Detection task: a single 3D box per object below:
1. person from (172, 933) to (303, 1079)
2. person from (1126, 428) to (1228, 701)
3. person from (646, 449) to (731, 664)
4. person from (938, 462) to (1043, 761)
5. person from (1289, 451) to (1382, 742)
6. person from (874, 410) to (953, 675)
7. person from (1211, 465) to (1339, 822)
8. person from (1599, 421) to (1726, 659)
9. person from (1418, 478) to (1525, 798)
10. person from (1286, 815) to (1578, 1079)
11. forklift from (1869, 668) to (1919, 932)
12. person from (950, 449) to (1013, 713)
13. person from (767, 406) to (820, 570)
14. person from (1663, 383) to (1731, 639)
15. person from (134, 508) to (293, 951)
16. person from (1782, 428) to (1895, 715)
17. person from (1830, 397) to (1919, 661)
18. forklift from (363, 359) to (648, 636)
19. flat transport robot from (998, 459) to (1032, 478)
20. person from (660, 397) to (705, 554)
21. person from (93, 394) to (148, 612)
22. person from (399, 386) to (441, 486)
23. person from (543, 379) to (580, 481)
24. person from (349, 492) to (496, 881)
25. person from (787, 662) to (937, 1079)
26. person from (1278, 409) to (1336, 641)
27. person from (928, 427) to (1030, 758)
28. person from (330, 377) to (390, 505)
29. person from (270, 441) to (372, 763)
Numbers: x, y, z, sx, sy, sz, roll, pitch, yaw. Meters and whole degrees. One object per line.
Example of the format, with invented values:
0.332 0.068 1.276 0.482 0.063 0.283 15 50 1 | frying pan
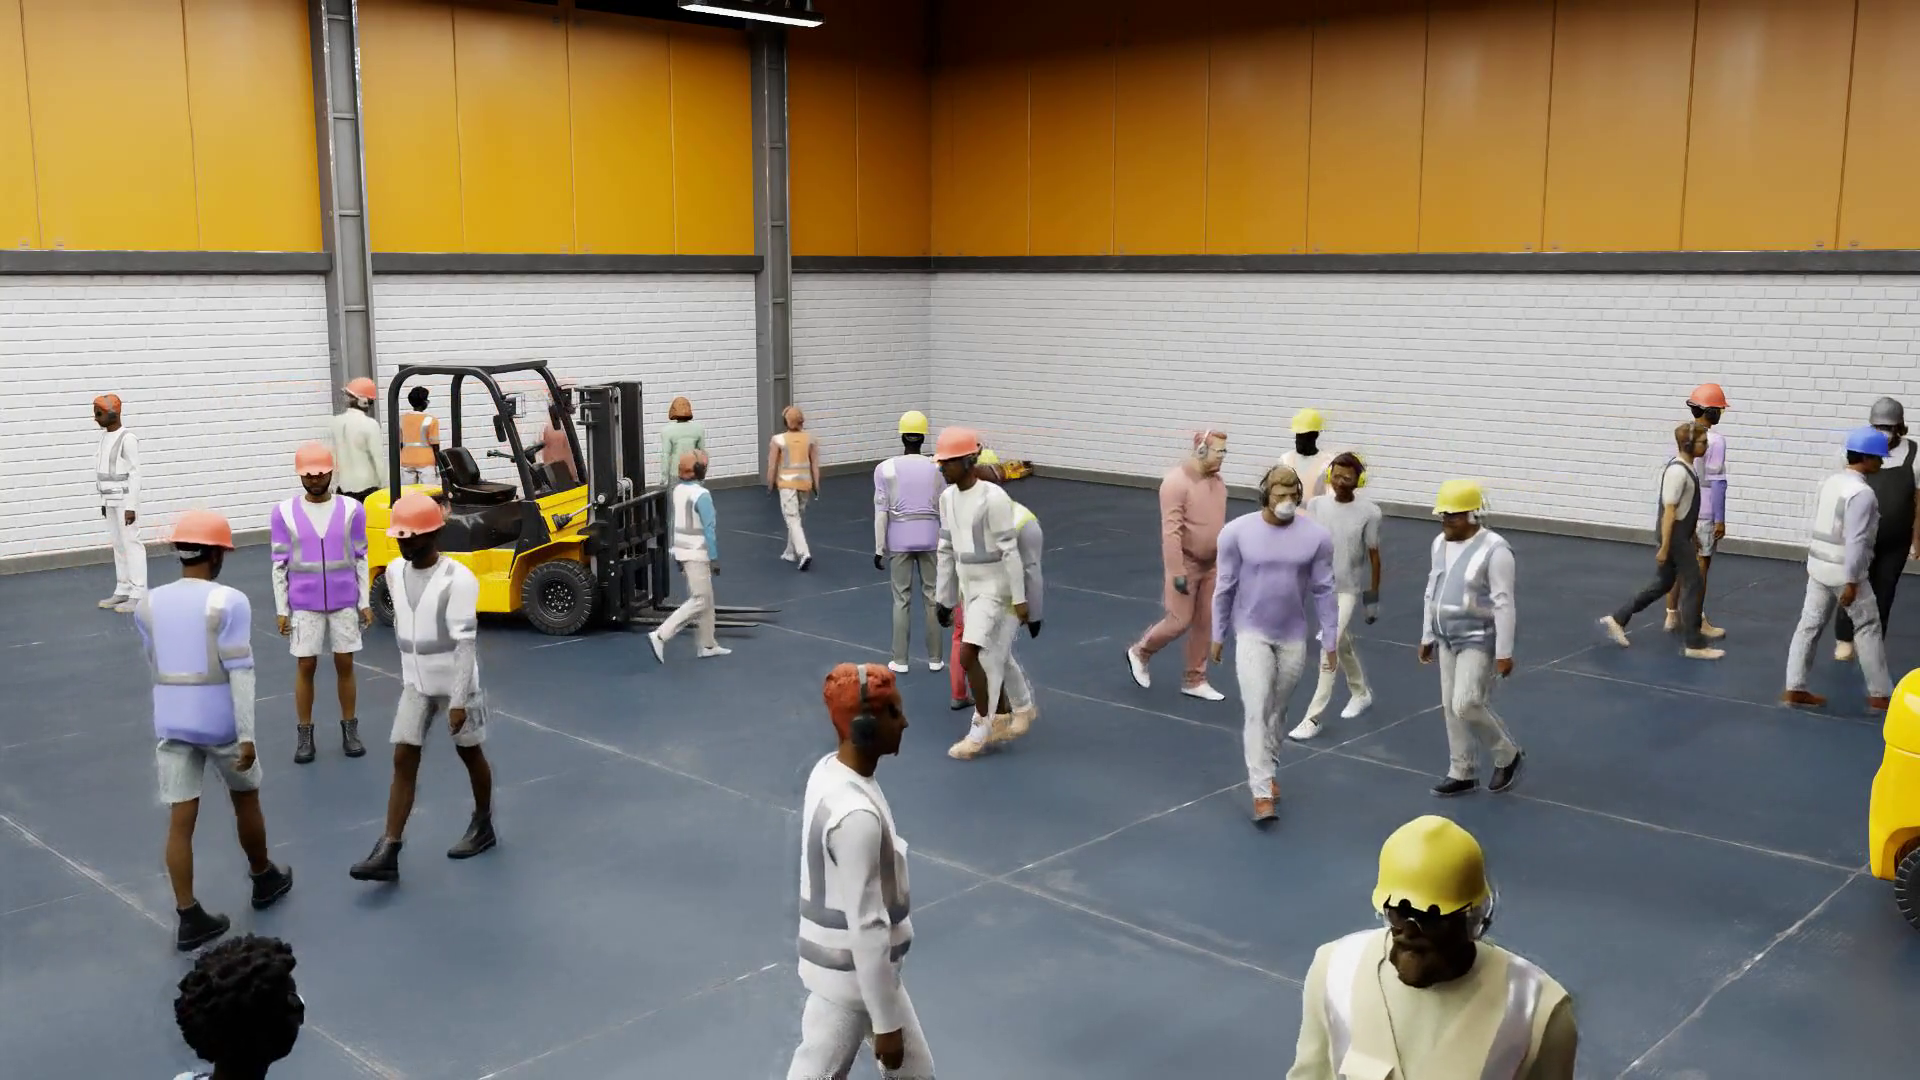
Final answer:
-1.437 1.601 3.259 0.536 1.660 0.839 9 13 43 | person
1.532 0.162 11.406 0.661 1.883 0.620 -9 13 -42 | person
-2.031 0.129 12.418 0.671 1.612 0.519 -5 11 -30 | person
0.229 0.399 10.288 0.621 1.793 0.967 8 12 42 | person
2.426 0.323 10.646 1.019 1.819 0.528 -9 13 -44 | person
-0.341 0.019 12.145 0.594 1.924 0.383 -2 9 -12 | person
1.718 0.555 8.928 0.664 1.896 0.932 -1 9 -4 | person
5.399 -0.010 12.698 0.856 1.818 0.512 4 10 21 | person
2.810 0.554 9.237 0.478 1.808 0.613 -3 10 -19 | person
0.946 1.478 3.549 0.611 1.806 0.684 6 11 34 | person
5.205 0.723 7.013 2.313 2.155 1.214 9 13 43 | forklift
0.137 0.279 11.042 0.533 1.767 0.327 9 13 43 | person
-1.621 -0.523 16.448 0.516 1.601 0.845 -6 11 -31 | person
5.928 -0.234 13.341 0.375 2.044 0.604 -3 10 -16 | person
-3.337 0.801 7.463 0.545 1.884 0.902 1 9 4 | person
5.958 0.211 11.023 0.910 1.901 0.633 1 9 3 | person
6.860 -0.082 12.413 0.695 2.000 0.561 4 10 24 | person
-3.850 -0.407 13.936 2.313 2.155 1.214 2 9 11 | forklift
0.258 -1.041 23.708 1.431 0.197 0.652 3 10 18 | flat transport robot
-2.870 -0.665 17.234 0.509 1.632 0.265 -7 11 -35 | person
-7.260 -0.322 14.361 0.573 1.887 0.355 8 12 40 | person
-5.840 -0.814 17.985 0.529 1.690 0.321 3 10 16 | person
-3.666 -0.485 15.138 0.920 1.963 0.623 -2 9 -10 | person
-2.585 0.711 8.012 0.556 1.882 0.989 3 10 20 | person
-0.333 1.258 4.847 1.006 1.836 0.585 -1 9 -4 | person
2.721 -0.090 12.975 0.604 1.877 0.984 9 13 42 | person
0.078 0.318 10.067 0.657 2.007 0.658 -6 11 -31 | person
-5.519 -0.512 15.301 0.619 1.964 0.482 7 11 35 | person
-3.813 0.368 9.972 0.552 1.935 0.373 -4 10 -25 | person
